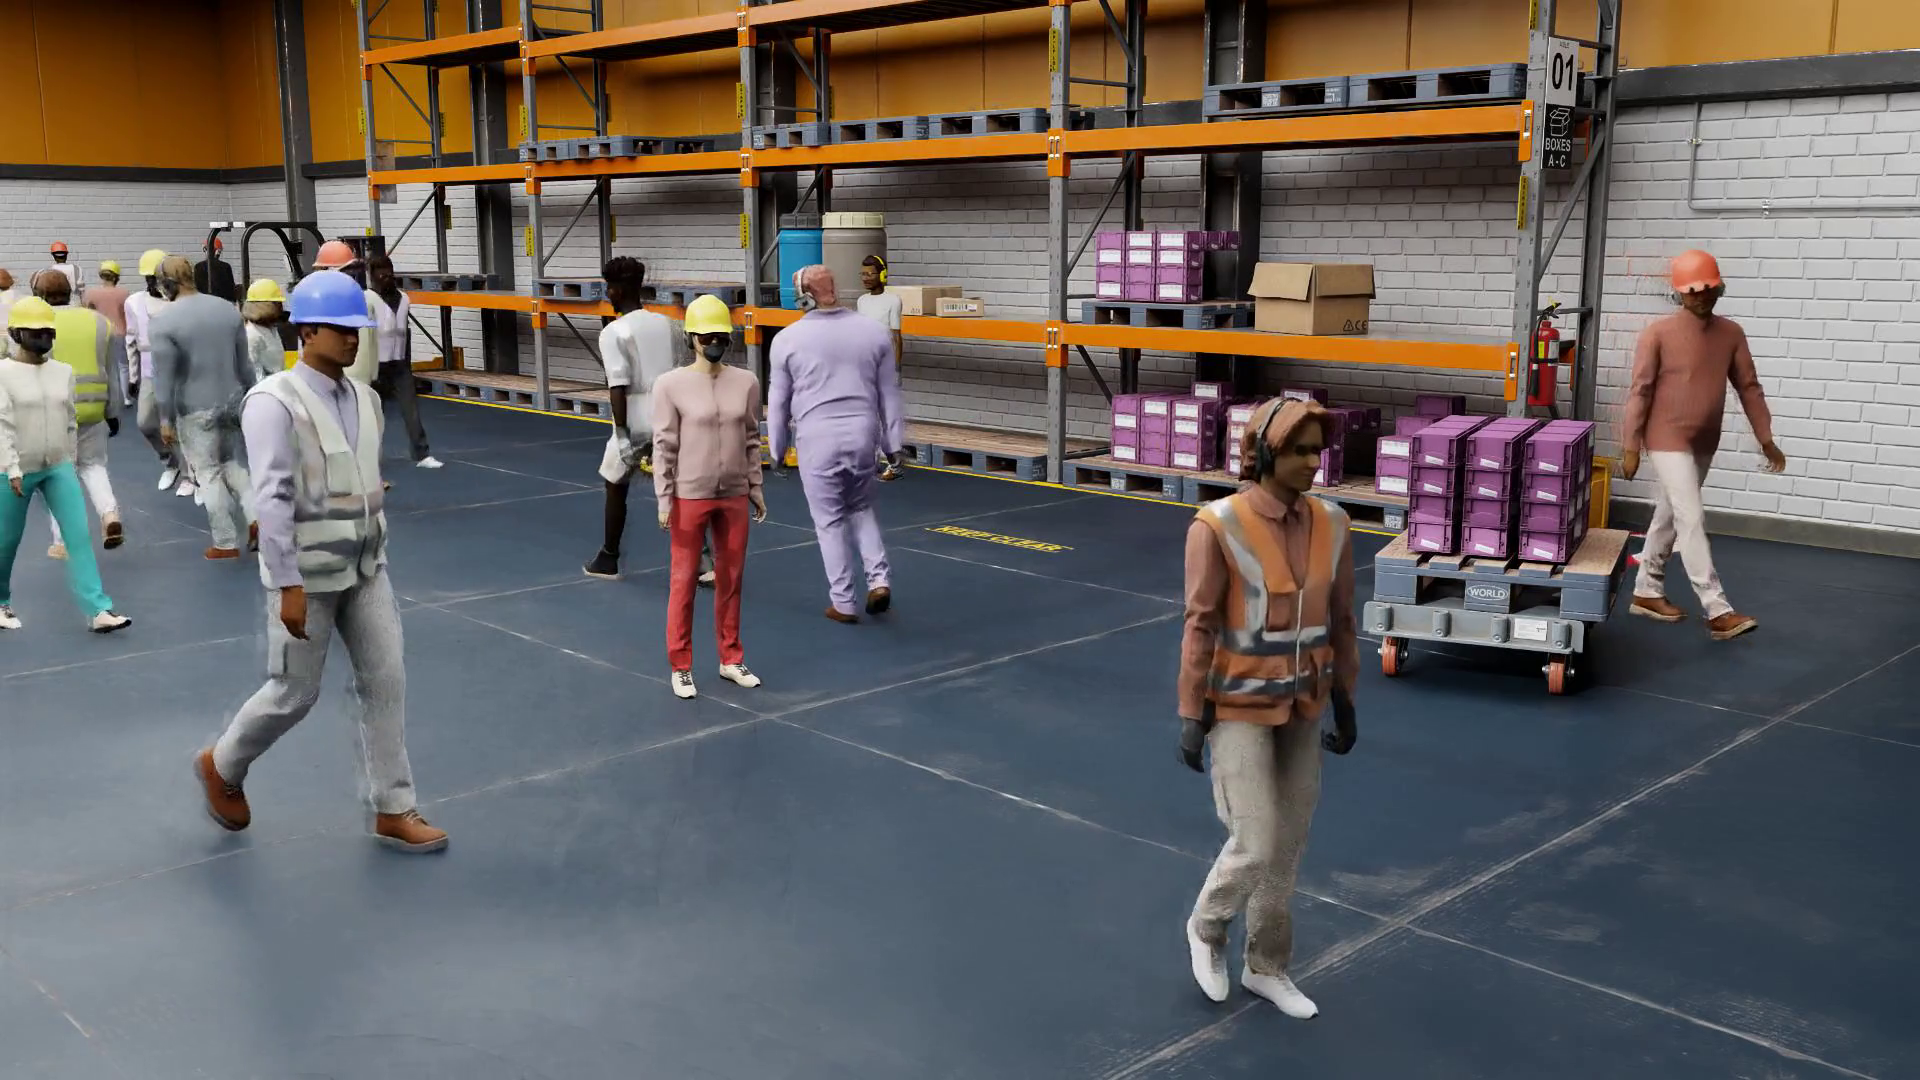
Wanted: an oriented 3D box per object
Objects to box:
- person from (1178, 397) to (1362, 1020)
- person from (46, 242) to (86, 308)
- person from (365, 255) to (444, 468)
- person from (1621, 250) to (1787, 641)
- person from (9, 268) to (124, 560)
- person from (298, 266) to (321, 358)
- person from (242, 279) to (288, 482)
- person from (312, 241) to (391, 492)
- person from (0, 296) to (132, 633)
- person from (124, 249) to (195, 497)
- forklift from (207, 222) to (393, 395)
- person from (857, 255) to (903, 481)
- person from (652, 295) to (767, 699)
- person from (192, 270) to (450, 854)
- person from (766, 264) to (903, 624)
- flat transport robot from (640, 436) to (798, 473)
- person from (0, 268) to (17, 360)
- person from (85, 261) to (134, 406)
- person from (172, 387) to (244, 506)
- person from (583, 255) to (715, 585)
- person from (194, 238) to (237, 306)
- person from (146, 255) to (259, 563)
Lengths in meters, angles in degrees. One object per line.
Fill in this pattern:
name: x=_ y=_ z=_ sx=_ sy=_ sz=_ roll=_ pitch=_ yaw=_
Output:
person: x=0.800 y=0.445 z=4.246 sx=0.534 sy=1.622 sz=0.373 roll=-6 pitch=12 yaw=-30
person: x=-12.919 y=-3.332 z=24.026 sx=0.543 sy=1.927 sz=0.375 roll=-10 pitch=14 yaw=-42
person: x=-5.036 y=-1.552 z=14.534 sx=1.004 sy=1.862 sz=0.631 roll=5 pitch=12 yaw=26
person: x=3.778 y=-0.475 z=8.380 sx=0.716 sy=1.931 sz=1.001 roll=-4 pitch=11 yaw=-22
person: x=-5.552 y=-0.773 z=10.350 sx=0.487 sy=1.825 sz=0.643 roll=8 pitch=13 yaw=37
person: x=-5.382 y=-1.534 z=14.500 sx=0.724 sy=1.825 sz=0.437 roll=-4 pitch=11 yaw=-19
person: x=-4.650 y=-0.893 z=11.240 sx=0.373 sy=1.727 sz=0.512 roll=0 pitch=10 yaw=-3
person: x=-4.516 y=-1.181 z=12.171 sx=0.446 sy=1.978 sz=0.616 roll=1 pitch=10 yaw=7
person: x=-4.683 y=-0.368 z=8.444 sx=0.932 sy=1.720 sz=0.538 roll=5 pitch=12 yaw=27
person: x=-6.123 y=-1.272 z=12.823 sx=0.630 sy=1.906 sz=0.471 roll=0 pitch=10 yaw=-1
forklift: x=-8.169 y=-2.758 z=20.163 sx=2.313 sy=2.155 sz=1.214 roll=-10 pitch=14 yaw=-44
person: x=-0.677 y=-1.417 z=13.774 sx=0.512 sy=1.862 sz=0.322 roll=10 pitch=14 yaw=42
person: x=-1.091 y=-0.190 z=7.329 sx=0.533 sy=1.767 sz=0.324 roll=-7 pitch=13 yaw=-34
person: x=-2.134 y=0.080 z=5.458 sx=0.854 sy=1.923 sz=0.620 roll=4 pitch=11 yaw=21
person: x=-0.674 y=-0.486 z=8.662 sx=0.689 sy=1.879 sz=0.467 roll=-5 pitch=12 yaw=-27
flat transport robot: x=-2.082 y=-0.750 z=14.463 sx=1.431 sy=0.197 sz=0.652 roll=-5 pitch=11 yaw=-24
person: x=-11.943 y=-2.565 z=20.700 sx=0.508 sy=1.598 sz=0.765 roll=10 pitch=14 yaw=44
person: x=-9.817 y=-2.353 z=19.262 sx=0.542 sy=1.716 sz=0.913 roll=-4 pitch=11 yaw=-21
person: x=-5.351 y=-0.939 z=11.852 sx=0.525 sy=1.615 sz=0.648 roll=-4 pitch=11 yaw=-20
person: x=-1.806 y=-0.675 z=9.606 sx=1.000 sy=1.917 sz=0.606 roll=9 pitch=14 yaw=40
person: x=-11.002 y=-3.481 z=24.652 sx=0.611 sy=1.994 sz=0.379 roll=1 pitch=10 yaw=7
person: x=-4.591 y=-0.781 z=10.178 sx=0.472 sy=1.904 sz=0.708 roll=6 pitch=12 yaw=29
